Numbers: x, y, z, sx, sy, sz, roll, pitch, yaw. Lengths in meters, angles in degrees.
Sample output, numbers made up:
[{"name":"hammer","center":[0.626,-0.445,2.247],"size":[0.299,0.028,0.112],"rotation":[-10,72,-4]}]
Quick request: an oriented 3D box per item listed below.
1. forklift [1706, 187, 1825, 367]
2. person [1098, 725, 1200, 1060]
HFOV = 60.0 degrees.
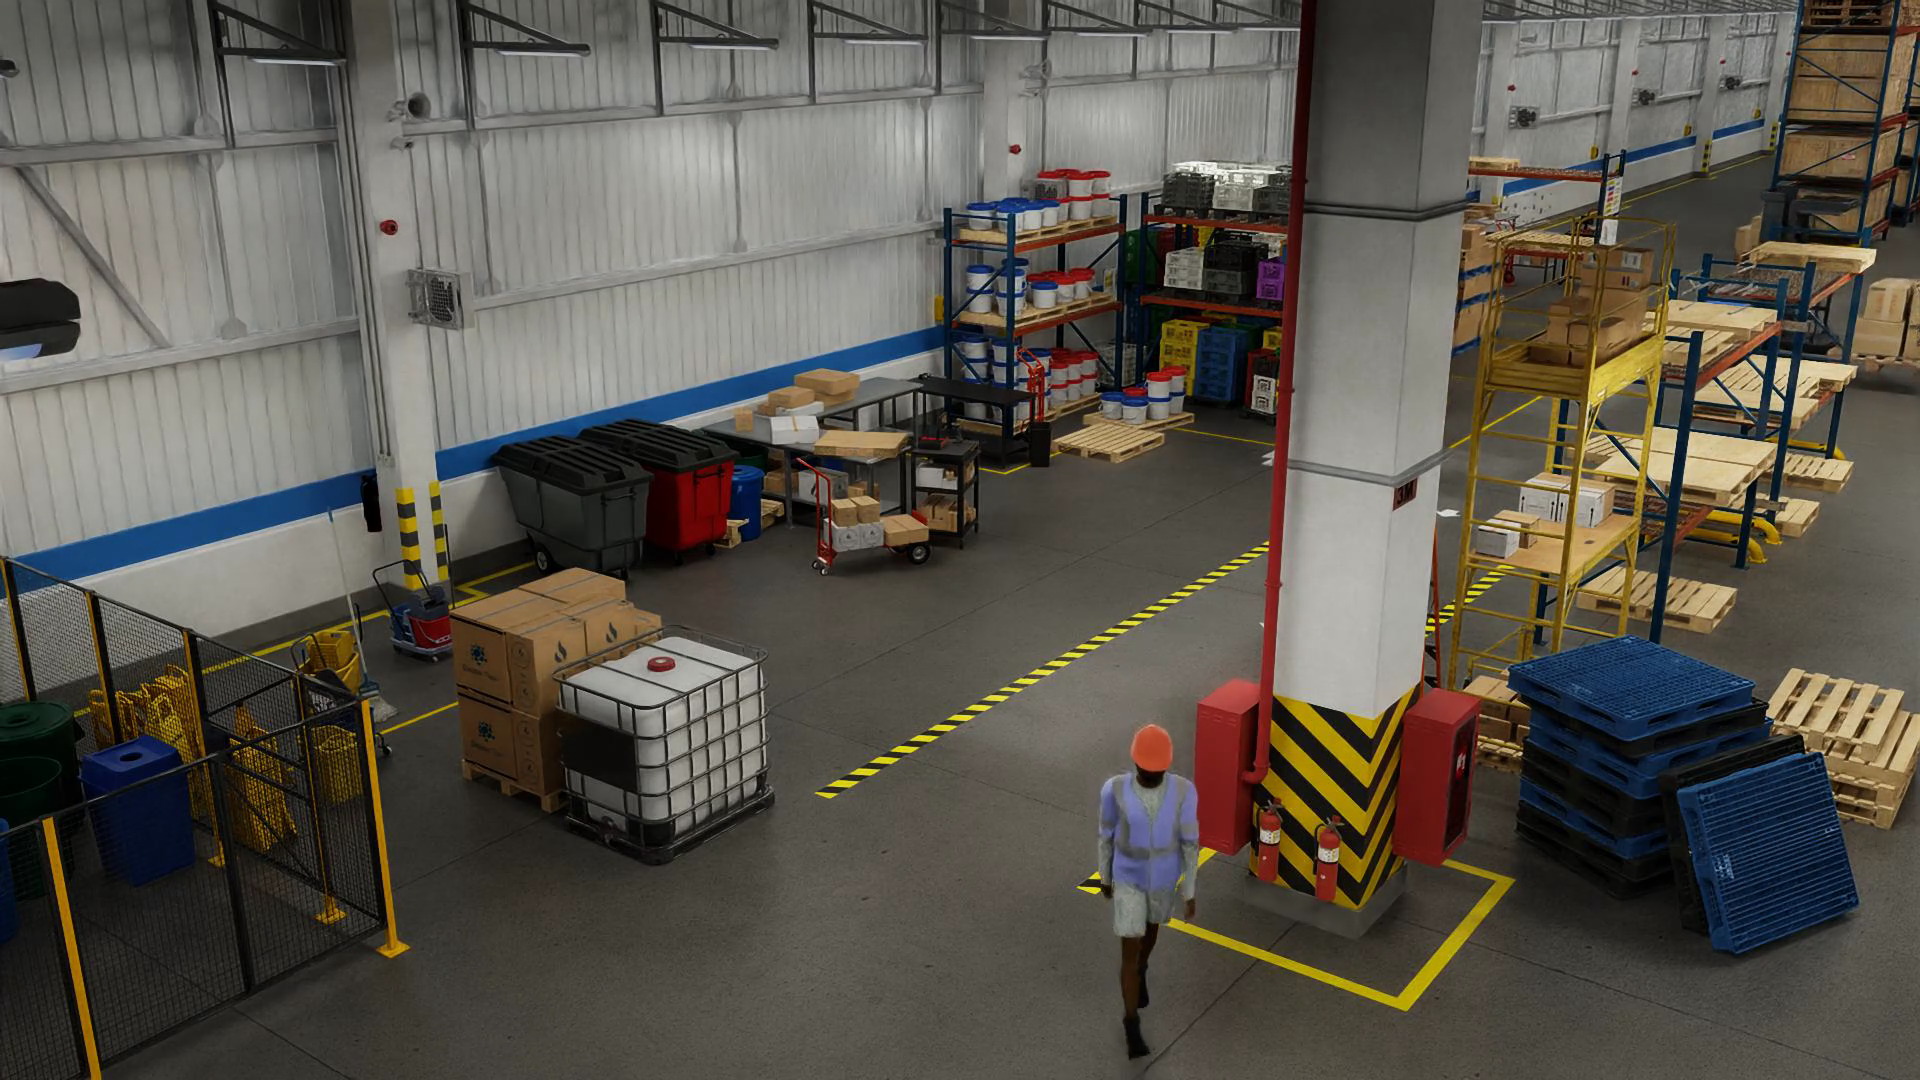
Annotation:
[{"name":"forklift","center":[12.730,-4.119,26.225],"size":[1.873,2.768,1.129],"rotation":[13,22,34]},{"name":"person","center":[1.057,1.919,9.317],"size":[0.544,1.878,0.995],"rotation":[0,18,-1]}]
